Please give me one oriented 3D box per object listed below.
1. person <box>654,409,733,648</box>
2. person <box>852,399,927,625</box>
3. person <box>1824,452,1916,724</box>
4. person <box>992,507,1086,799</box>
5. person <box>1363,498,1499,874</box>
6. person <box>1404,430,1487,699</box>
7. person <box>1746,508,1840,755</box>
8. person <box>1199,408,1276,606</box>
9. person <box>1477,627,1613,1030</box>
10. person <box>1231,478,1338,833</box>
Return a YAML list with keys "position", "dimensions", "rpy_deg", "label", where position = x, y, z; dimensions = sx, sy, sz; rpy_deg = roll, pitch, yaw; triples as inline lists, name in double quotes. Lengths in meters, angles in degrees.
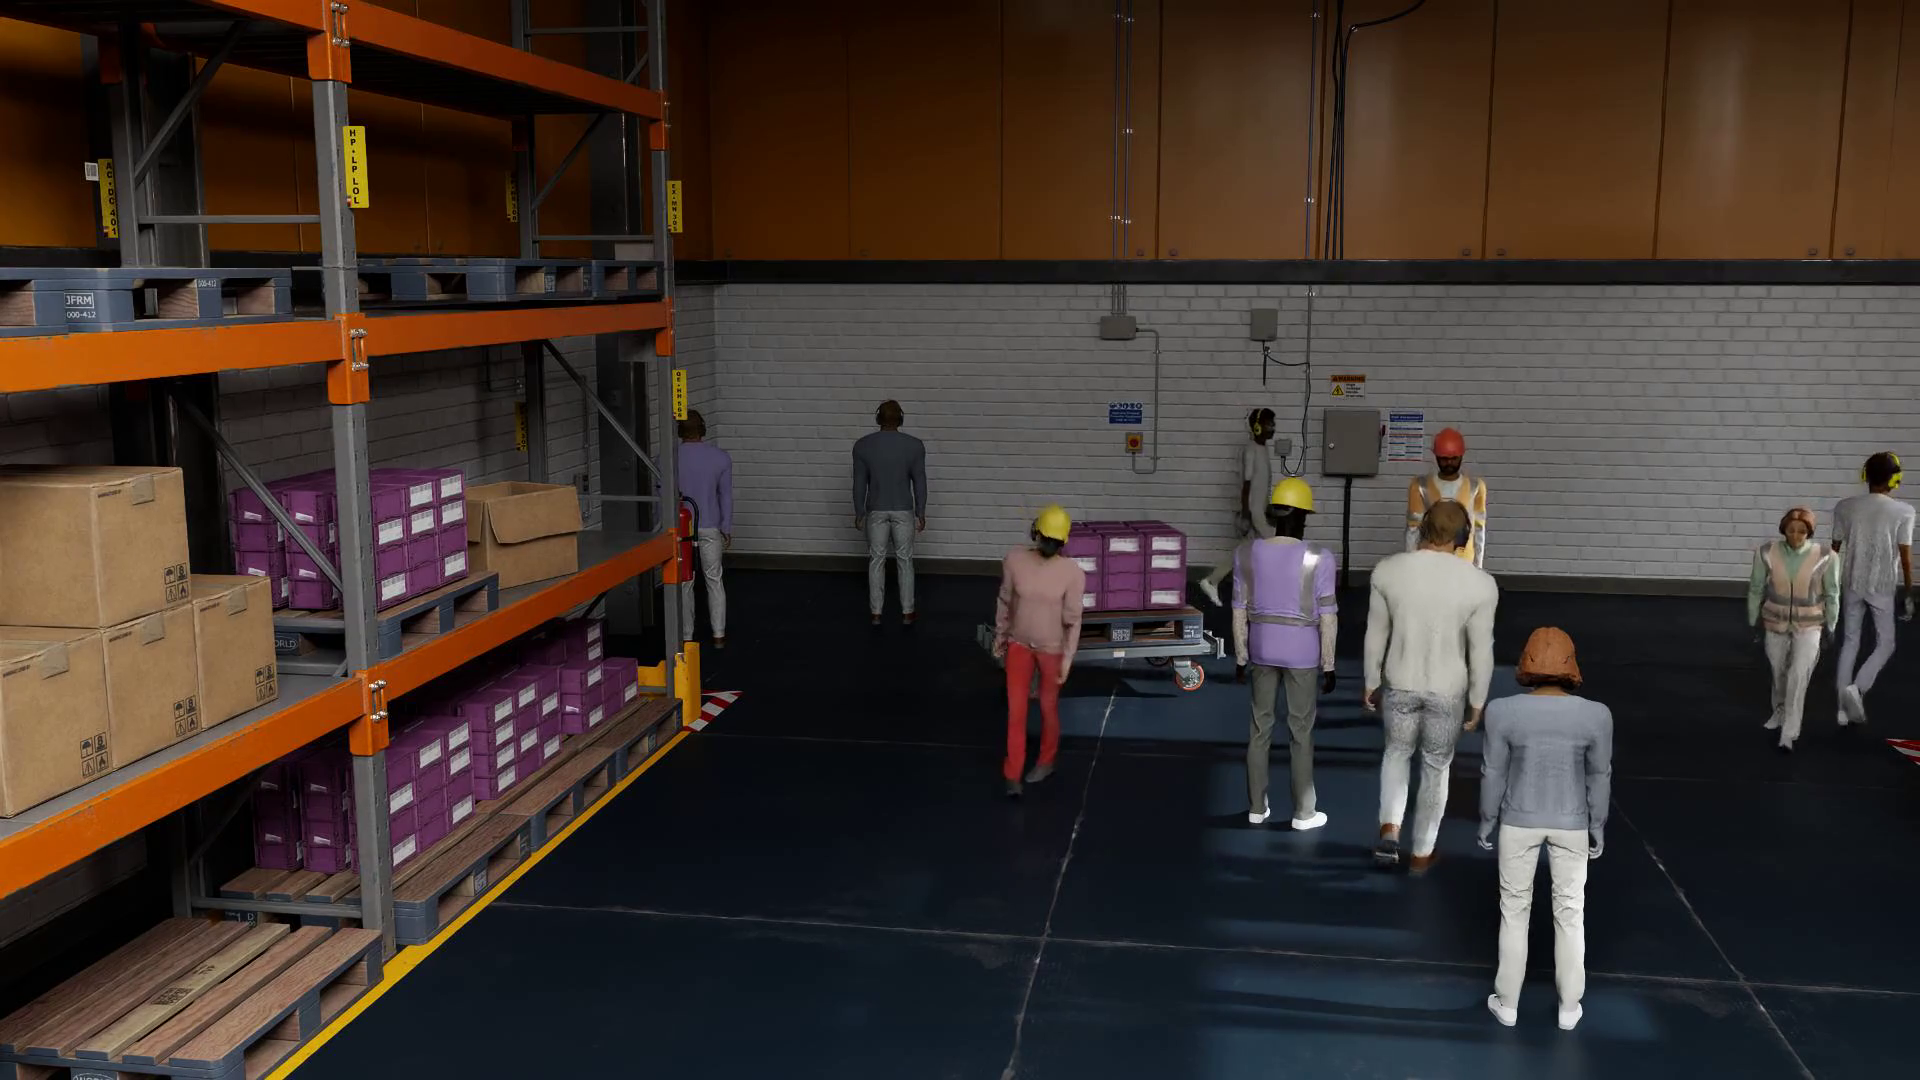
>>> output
- position: [-2.121, -0.075, 13.282]
  dimensions: [0.629, 1.937, 0.379]
  rpy_deg: [-3, 10, -18]
  label: "person"
- position: [-0.599, -0.235, 14.261]
  dimensions: [0.635, 1.937, 0.354]
  rpy_deg: [0, 9, 0]
  label: "person"
- position: [5.955, 0.345, 10.961]
  dimensions: [0.504, 1.850, 0.607]
  rpy_deg: [-9, 13, -43]
  label: "person"
- position: [0.424, 0.643, 9.546]
  dimensions: [0.587, 1.702, 0.862]
  rpy_deg: [3, 10, 16]
  label: "person"
- position: [2.317, 0.749, 8.258]
  dimensions: [0.643, 1.918, 0.500]
  rpy_deg: [5, 10, 26]
  label: "person"
- position: [3.458, 0.175, 11.838]
  dimensions: [0.568, 1.900, 0.872]
  rpy_deg: [2, 9, 10]
  label: "person"
- position: [5.314, 0.547, 10.638]
  dimensions: [0.529, 1.546, 1.007]
  rpy_deg: [7, 11, 36]
  label: "person"
- position: [2.576, -0.267, 14.804]
  dimensions: [0.879, 1.834, 0.522]
  rpy_deg: [3, 10, 19]
  label: "person"
- position: [2.329, 1.150, 6.656]
  dimensions: [0.498, 1.633, 0.284]
  rpy_deg: [2, 9, 13]
  label: "person"
- position: [1.763, 0.624, 9.028]
  dimensions: [0.584, 1.917, 0.381]
  rpy_deg: [5, 11, 29]
  label: "person"
